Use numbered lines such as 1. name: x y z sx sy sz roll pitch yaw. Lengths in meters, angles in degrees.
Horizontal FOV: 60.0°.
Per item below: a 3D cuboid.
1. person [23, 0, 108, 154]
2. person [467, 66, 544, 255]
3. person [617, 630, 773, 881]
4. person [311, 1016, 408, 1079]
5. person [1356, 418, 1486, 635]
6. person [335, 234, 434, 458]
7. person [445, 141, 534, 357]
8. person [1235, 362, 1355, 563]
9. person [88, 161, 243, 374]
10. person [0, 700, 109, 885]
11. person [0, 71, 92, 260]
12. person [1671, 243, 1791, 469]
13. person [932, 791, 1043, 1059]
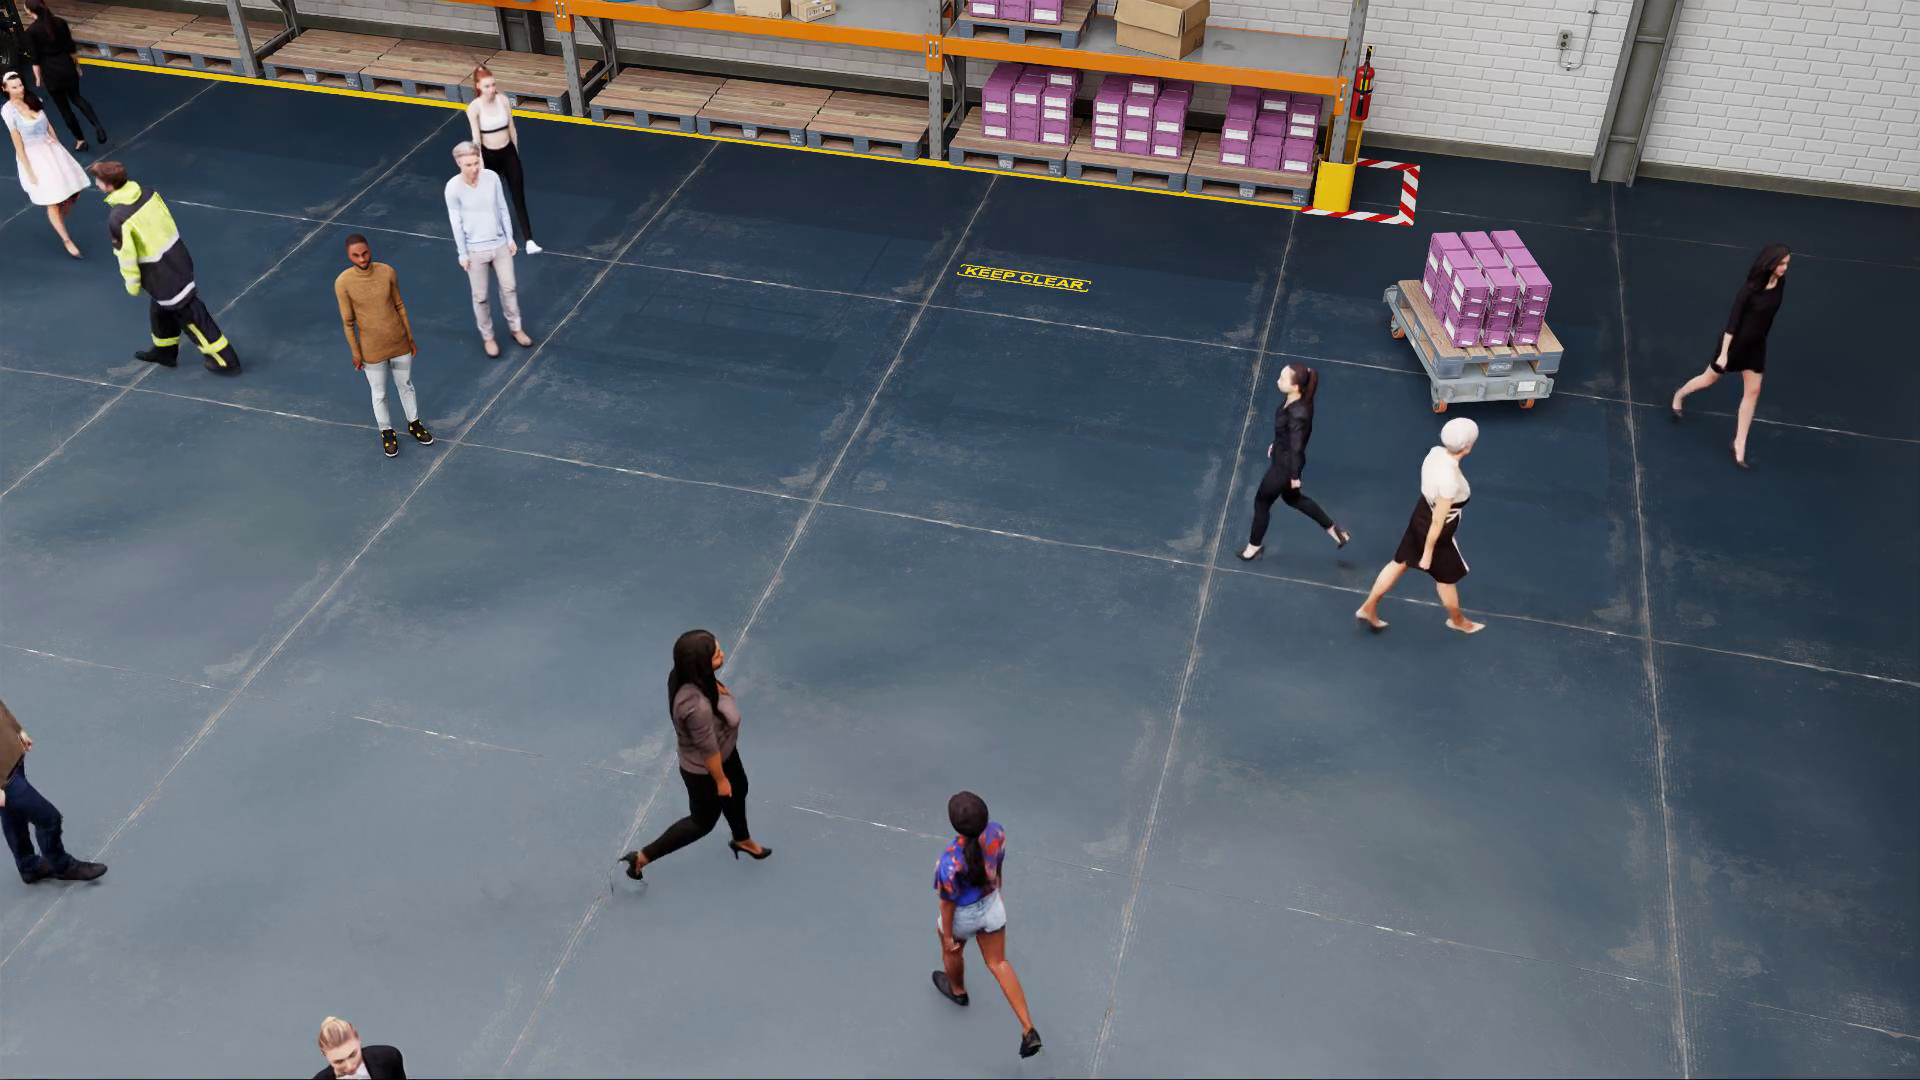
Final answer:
1. person: -8.978 -4.639 16.686 0.764 1.650 0.687 20 43 23
2. person: -4.258 -3.482 15.207 1.099 1.687 1.234 -24 44 -27
3. person: -1.501 1.261 9.168 1.205 1.812 0.991 -7 39 -9
4. person: -2.614 2.700 7.450 0.700 1.707 0.726 -28 46 -30
5. person: 2.974 -0.027 10.874 1.172 1.696 0.864 -1 39 -1
6. person: -4.384 -1.499 12.621 0.723 1.816 0.757 -24 44 -27
7. person: -3.924 -2.422 13.718 0.748 1.889 0.783 -25 45 -28
8. person: 2.340 -0.492 11.465 1.006 1.685 0.549 9 39 11
9. person: -6.318 -2.157 13.359 1.209 1.924 0.959 6 39 7
10. person: -5.380 1.253 9.127 0.877 1.875 0.822 -14 41 -17
11. person: -8.308 -3.375 14.985 0.836 1.798 0.750 17 42 20
12. person: 5.857 -1.475 12.632 1.143 1.766 1.080 -12 40 -15
13. person: 0.123 1.955 8.375 1.013 1.717 1.145 -24 44 -27
